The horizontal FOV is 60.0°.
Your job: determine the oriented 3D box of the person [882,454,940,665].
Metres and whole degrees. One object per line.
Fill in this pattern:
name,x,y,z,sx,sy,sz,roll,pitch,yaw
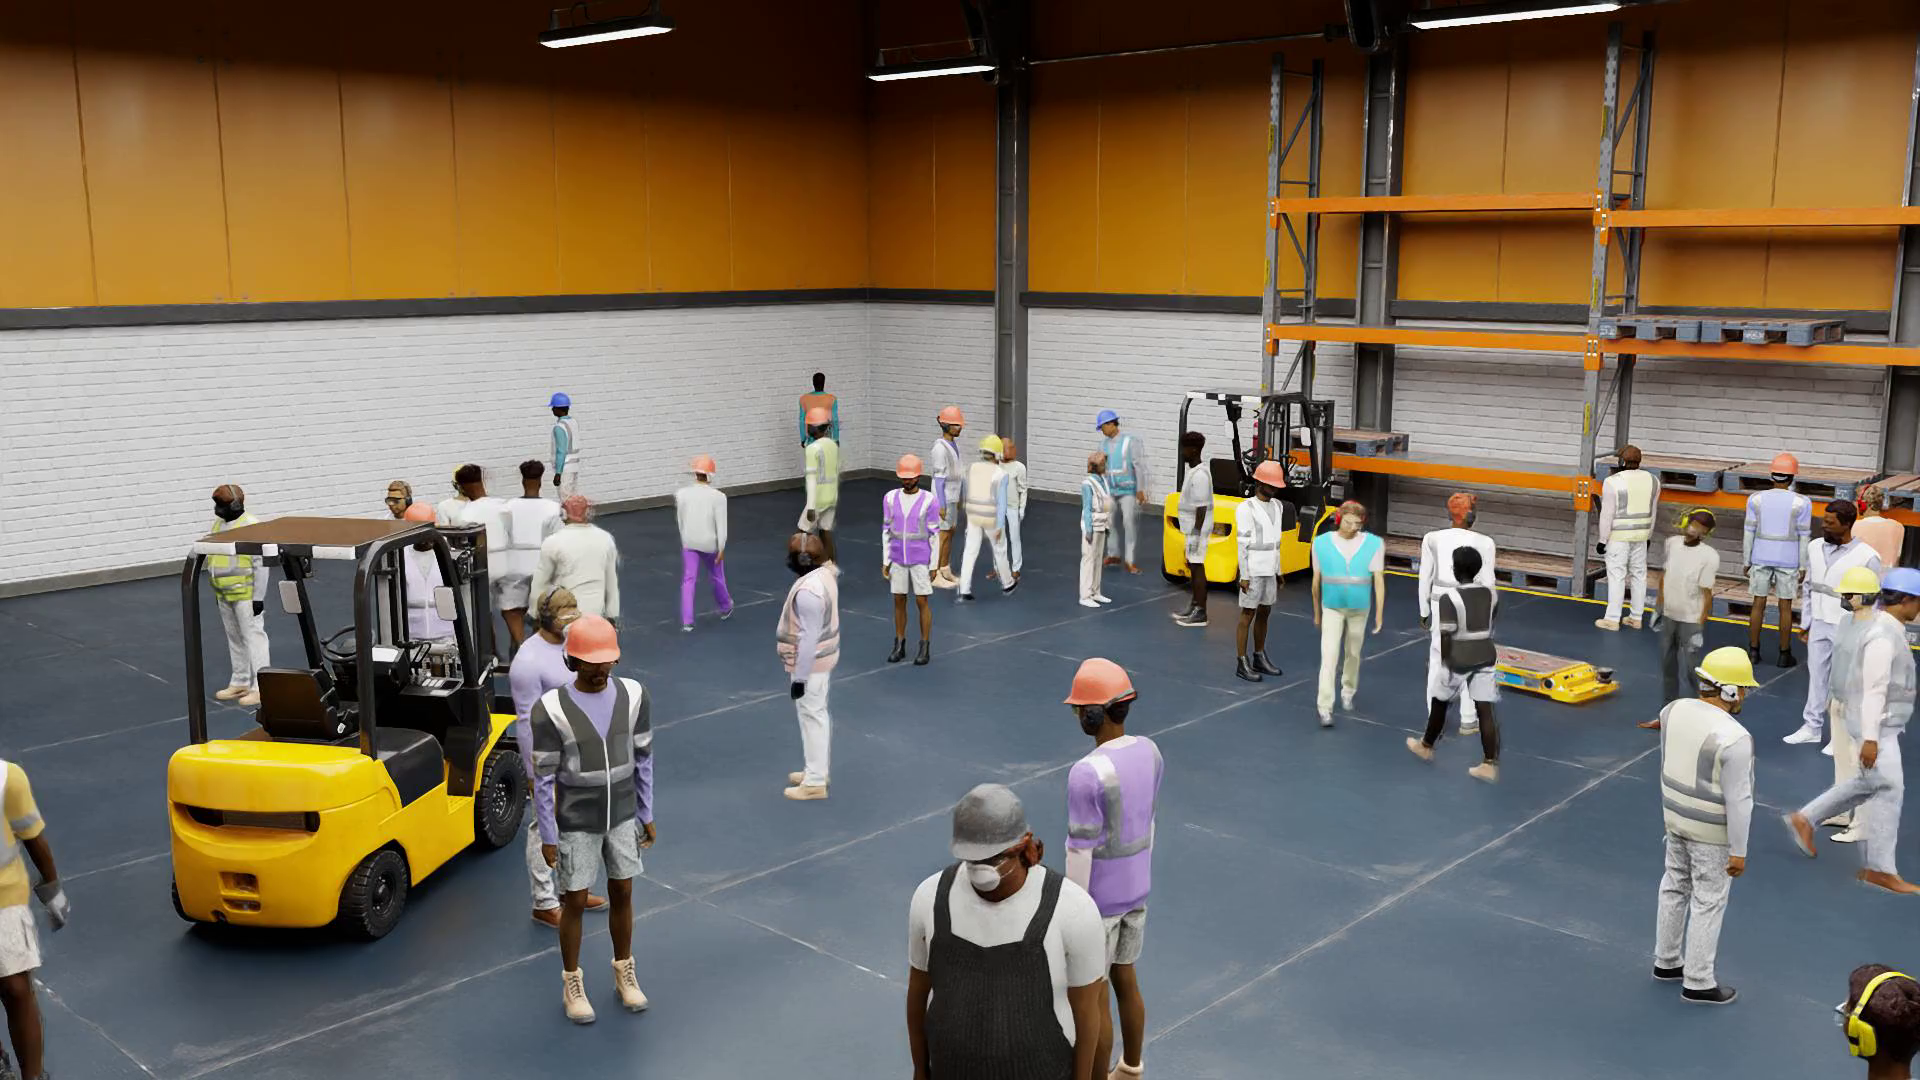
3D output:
person,-0.452,0.175,15.077,0.546,1.929,0.391,3,11,19

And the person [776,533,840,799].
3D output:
person,-1.046,0.861,11.435,0.431,1.838,0.643,1,10,4

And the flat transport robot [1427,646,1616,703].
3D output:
flat transport robot,4.849,1.121,14.398,0.652,0.197,1.431,-8,13,-39

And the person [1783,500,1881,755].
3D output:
person,6.558,0.643,12.440,0.395,1.917,0.590,-4,11,-22

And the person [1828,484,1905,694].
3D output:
person,7.474,0.461,13.706,0.563,1.837,0.386,-2,10,-9

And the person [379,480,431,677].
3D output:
person,-4.653,0.414,13.947,0.507,1.846,0.343,1,10,8

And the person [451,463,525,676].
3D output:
person,-4.027,0.293,14.423,0.667,1.920,0.784,-8,13,-39

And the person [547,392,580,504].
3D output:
person,-5.023,-0.907,21.170,0.383,1.950,0.601,1,10,4

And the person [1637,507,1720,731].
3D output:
person,5.558,0.632,12.769,0.342,1.832,0.651,-3,10,-18

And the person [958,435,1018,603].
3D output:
person,0.284,-0.230,17.813,0.589,1.779,0.959,5,11,28

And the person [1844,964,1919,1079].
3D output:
person,2.475,2.061,4.533,0.514,1.861,0.322,-1,10,-7

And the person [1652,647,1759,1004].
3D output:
person,3.729,1.420,8.307,0.403,1.817,0.601,-2,10,-14

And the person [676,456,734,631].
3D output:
person,-2.559,0.015,16.610,0.562,1.703,0.930,2,10,11

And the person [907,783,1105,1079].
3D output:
person,0.124,1.777,5.624,0.687,2.000,0.537,3,11,19

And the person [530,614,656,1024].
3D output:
person,-1.761,1.350,8.098,0.601,2.035,0.415,-7,12,-34

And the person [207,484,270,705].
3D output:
person,-5.982,0.446,13.779,0.634,1.839,0.429,7,12,35

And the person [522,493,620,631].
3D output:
person,-3.022,0.556,13.152,1.032,1.852,0.647,7,12,36

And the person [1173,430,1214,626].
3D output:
person,2.350,-0.121,16.652,0.365,1.962,0.612,0,10,2

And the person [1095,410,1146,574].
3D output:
person,1.885,-0.559,19.362,0.699,1.896,0.390,9,13,42

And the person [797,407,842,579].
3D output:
person,-1.542,-0.442,18.288,0.448,2.031,0.622,5,11,26

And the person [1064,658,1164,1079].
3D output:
person,0.619,1.511,7.191,0.410,2.030,0.611,8,12,37

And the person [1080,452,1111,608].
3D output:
person,1.426,-0.116,17.553,0.309,1.637,0.518,5,11,26

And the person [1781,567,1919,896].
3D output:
person,5.375,1.097,9.910,0.752,1.912,0.687,7,12,33

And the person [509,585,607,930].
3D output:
person,-2.243,1.196,9.260,0.379,1.931,0.635,3,10,18

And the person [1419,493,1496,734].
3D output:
person,3.865,0.569,12.954,0.577,1.881,0.349,6,12,32

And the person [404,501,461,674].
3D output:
person,-3.914,0.669,12.229,0.551,1.934,0.373,-3,10,-18

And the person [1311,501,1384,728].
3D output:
person,3.077,0.563,13.266,0.564,1.788,0.935,1,10,8

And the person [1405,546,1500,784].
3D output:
person,3.583,0.861,11.929,0.541,1.646,0.836,-4,11,-21

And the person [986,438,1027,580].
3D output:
person,0.523,-0.351,18.903,0.507,1.631,0.274,7,12,33

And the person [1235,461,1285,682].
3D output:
person,2.650,0.264,14.555,0.543,1.931,0.371,-9,13,-40

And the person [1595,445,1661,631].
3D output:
person,6.569,-0.023,16.442,0.624,1.845,0.430,-3,10,-15

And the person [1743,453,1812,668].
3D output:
person,7.358,0.181,15.005,0.546,1.939,0.375,8,12,37

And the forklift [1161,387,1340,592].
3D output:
forklift,3.298,-0.608,18.767,1.214,2.155,2.313,9,13,42

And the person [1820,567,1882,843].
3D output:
person,5.676,1.041,10.598,0.315,1.767,0.535,0,10,1

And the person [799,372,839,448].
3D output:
person,-2.100,-1.543,24.883,0.596,1.917,0.384,1,10,6

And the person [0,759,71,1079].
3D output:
person,-4.163,1.592,7.035,0.702,1.922,0.809,-5,11,-27

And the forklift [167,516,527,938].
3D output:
forklift,-3.583,0.976,9.748,1.214,2.155,2.313,2,10,11

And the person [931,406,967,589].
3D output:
person,-0.114,-0.471,18.461,0.405,2.035,0.602,3,10,14

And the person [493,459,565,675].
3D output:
person,-3.750,0.259,14.583,0.623,1.938,0.456,0,10,-2
